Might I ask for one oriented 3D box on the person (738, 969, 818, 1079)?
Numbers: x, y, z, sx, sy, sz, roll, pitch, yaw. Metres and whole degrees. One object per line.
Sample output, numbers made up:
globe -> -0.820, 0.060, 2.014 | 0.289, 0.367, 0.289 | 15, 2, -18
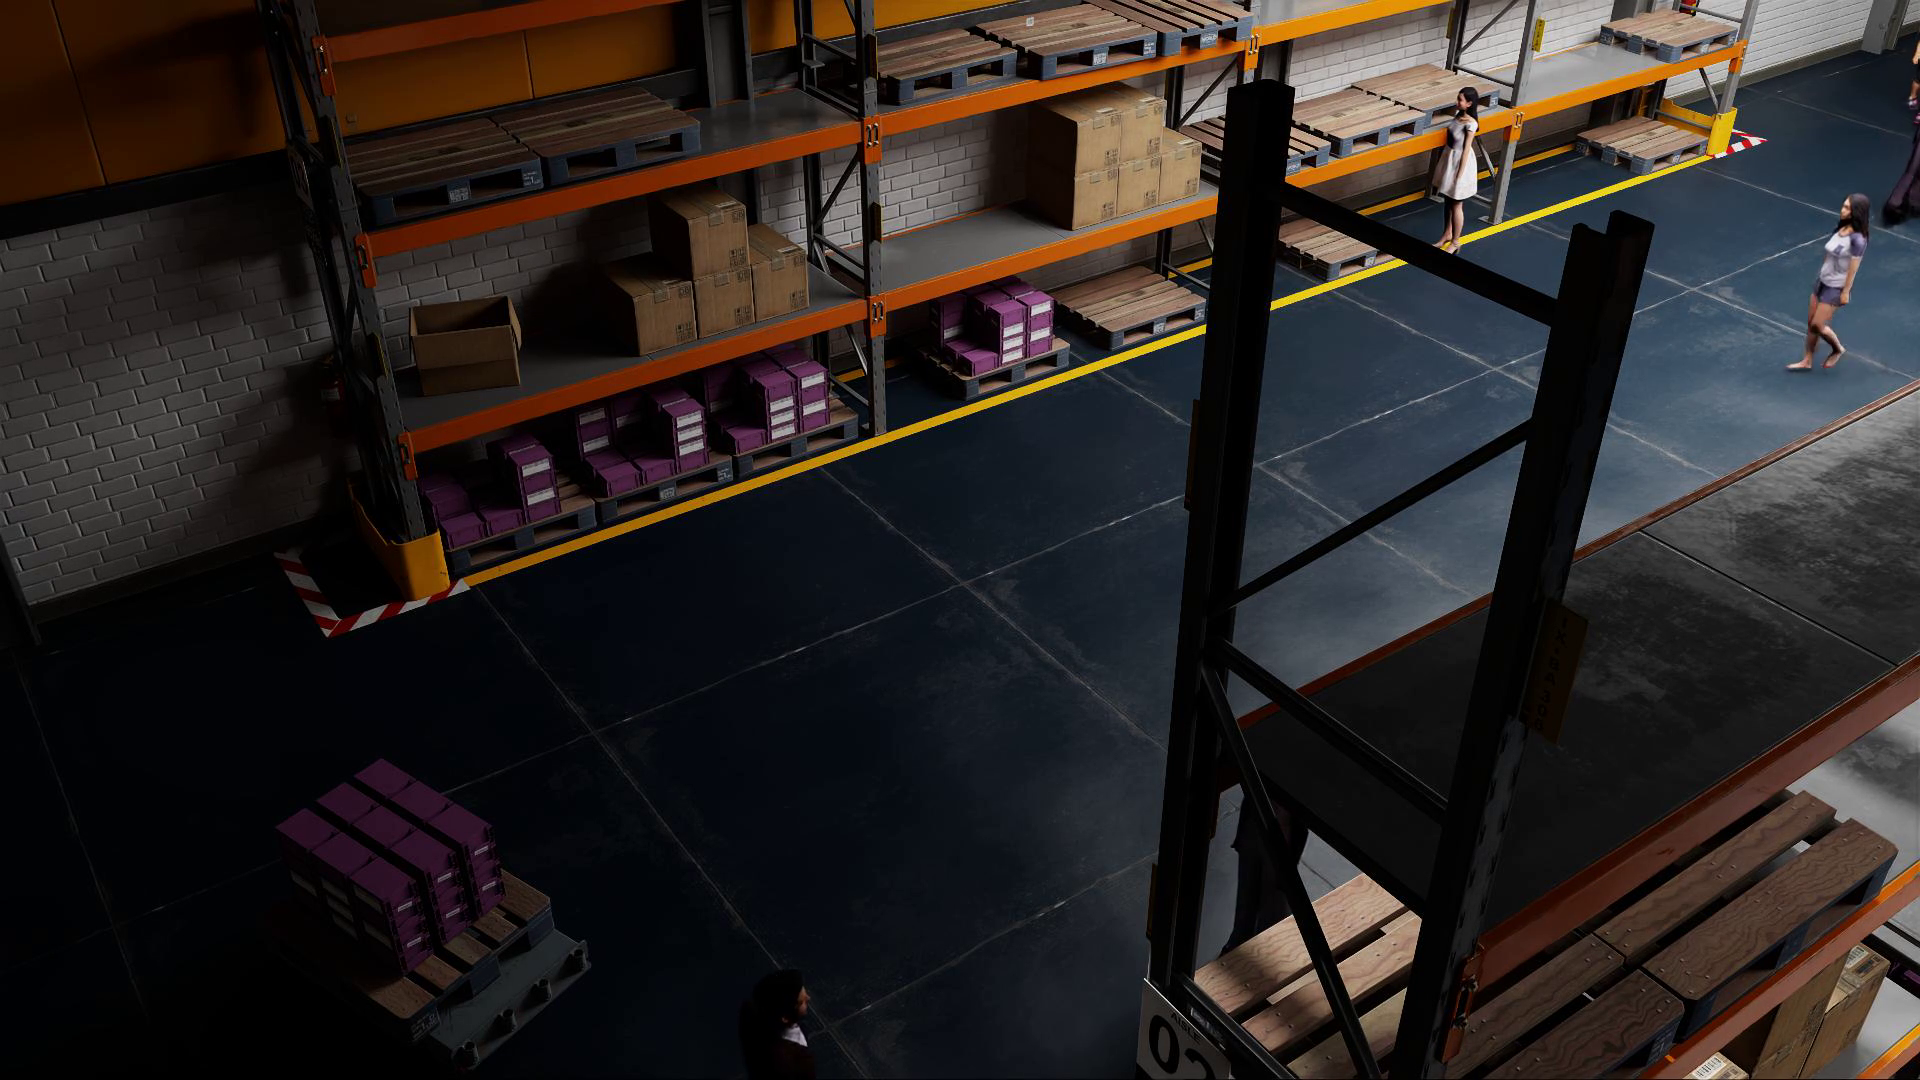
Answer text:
person -> -0.870, 2.603, 7.406 | 1.195, 1.817, 0.739 | -17, 37, -24

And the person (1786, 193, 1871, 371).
person -> 7.869, -2.272, 14.846 | 0.829, 1.699, 0.769 | -2, 34, -3

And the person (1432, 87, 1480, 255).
person -> 5.088, -3.775, 17.044 | 0.800, 1.769, 0.776 | -3, 34, -4

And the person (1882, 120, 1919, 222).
person -> 10.368, -4.181, 17.813 | 1.098, 1.594, 0.614 | -22, 40, -30
